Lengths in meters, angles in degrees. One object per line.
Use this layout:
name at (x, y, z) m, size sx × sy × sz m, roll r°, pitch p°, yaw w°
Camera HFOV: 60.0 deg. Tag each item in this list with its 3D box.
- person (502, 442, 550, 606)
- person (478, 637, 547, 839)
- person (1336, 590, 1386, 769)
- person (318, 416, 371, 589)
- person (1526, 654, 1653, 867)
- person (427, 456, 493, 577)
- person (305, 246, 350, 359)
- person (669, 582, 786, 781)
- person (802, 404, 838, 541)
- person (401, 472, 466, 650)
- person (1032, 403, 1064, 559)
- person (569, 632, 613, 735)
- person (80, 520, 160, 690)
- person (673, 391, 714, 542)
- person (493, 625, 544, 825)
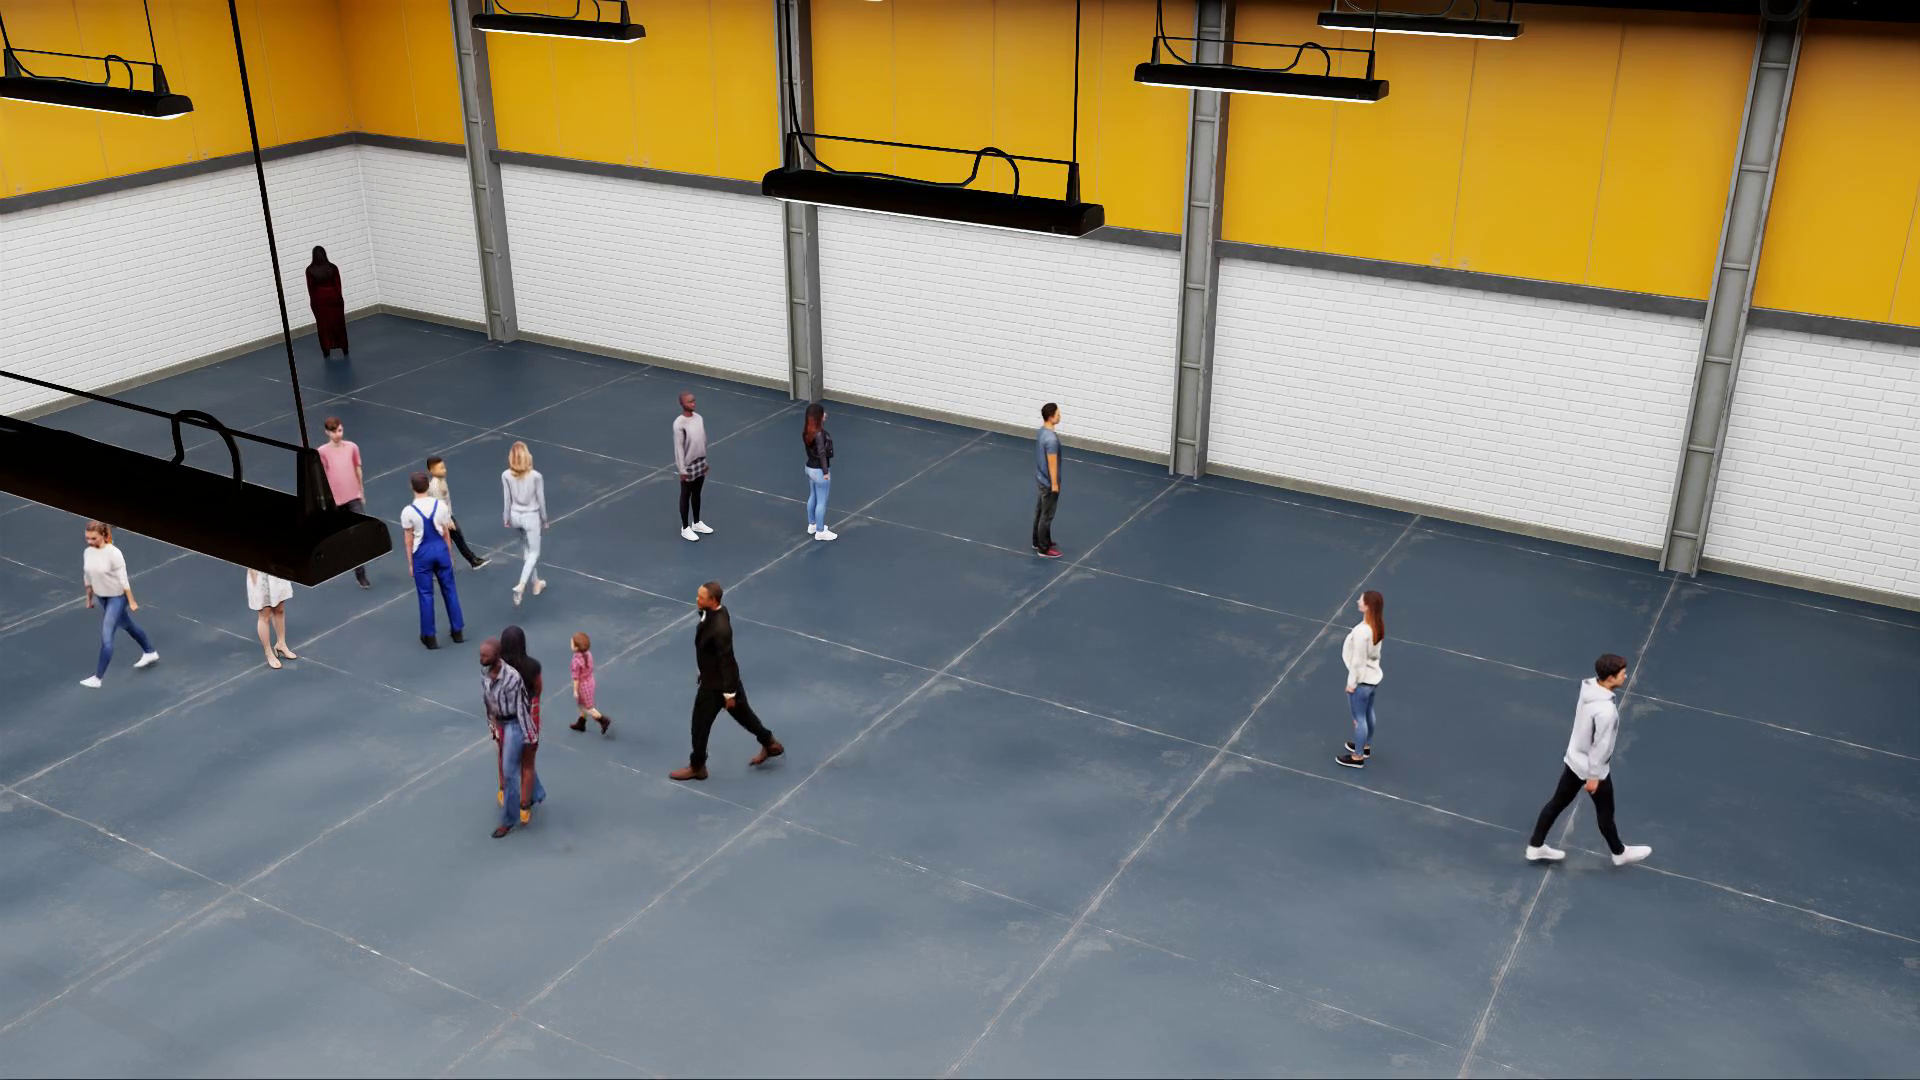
person at (-4.639, -0.144, 17.712) m, size 1.065 × 1.770 × 0.932 m, roll 3°, pitch 24°, yaw 7°
person at (-3.675, 1.564, 13.810) m, size 0.872 × 1.767 × 0.796 m, roll 20°, pitch 30°, yaw 38°
person at (3.576, 1.216, 14.700) m, size 0.571 × 1.691 × 0.632 m, roll 16°, pitch 28°, yaw 32°
person at (-6.777, -0.455, 18.217) m, size 0.883 × 1.937 × 1.136 m, roll -17°, pitch 29°, yaw -34°
person at (4.882, 1.781, 13.186) m, size 1.308 × 1.869 × 1.081 m, roll 1°, pitch 24°, yaw 1°
person at (-5.789, -0.235, 18.333) m, size 1.030 × 1.439 × 0.845 m, roll -1°, pitch 24°, yaw -2°
person at (-9.852, -3.710, 25.892) m, size 0.765 × 1.753 × 0.787 m, roll -11°, pitch 26°, yaw -24°
person at (-1.993, 1.217, 14.476) m, size 1.325 × 1.869 × 1.187 m, roll -4°, pitch 24°, yaw -8°
person at (-1.654, -0.814, 19.416) m, size 0.794 × 1.634 × 0.695 m, roll -11°, pitch 26°, yaw -23°
person at (-5.361, 0.189, 16.854) m, size 0.719 × 1.847 × 0.743 m, roll -14°, pitch 27°, yaw -29°
person at (0.998, -0.705, 18.948) m, size 0.758 × 1.809 × 0.726 m, roll -4°, pitch 24°, yaw -9°
person at (-3.429, 1.337, 15.274) m, size 0.714 × 1.010 × 0.510 m, roll 8°, pitch 25°, yaw 17°
person at (-8.184, 0.558, 16.224) m, size 1.068 × 1.676 × 0.734 m, roll 12°, pitch 26°, yaw 25°
person at (-3.149, -0.891, 19.419) m, size 0.538 × 1.771 × 0.620 m, roll 15°, pitch 28°, yaw 31°
person at (-3.661, 1.578, 13.870) m, size 0.853 × 1.693 × 0.911 m, roll -6°, pitch 24°, yaw -13°
